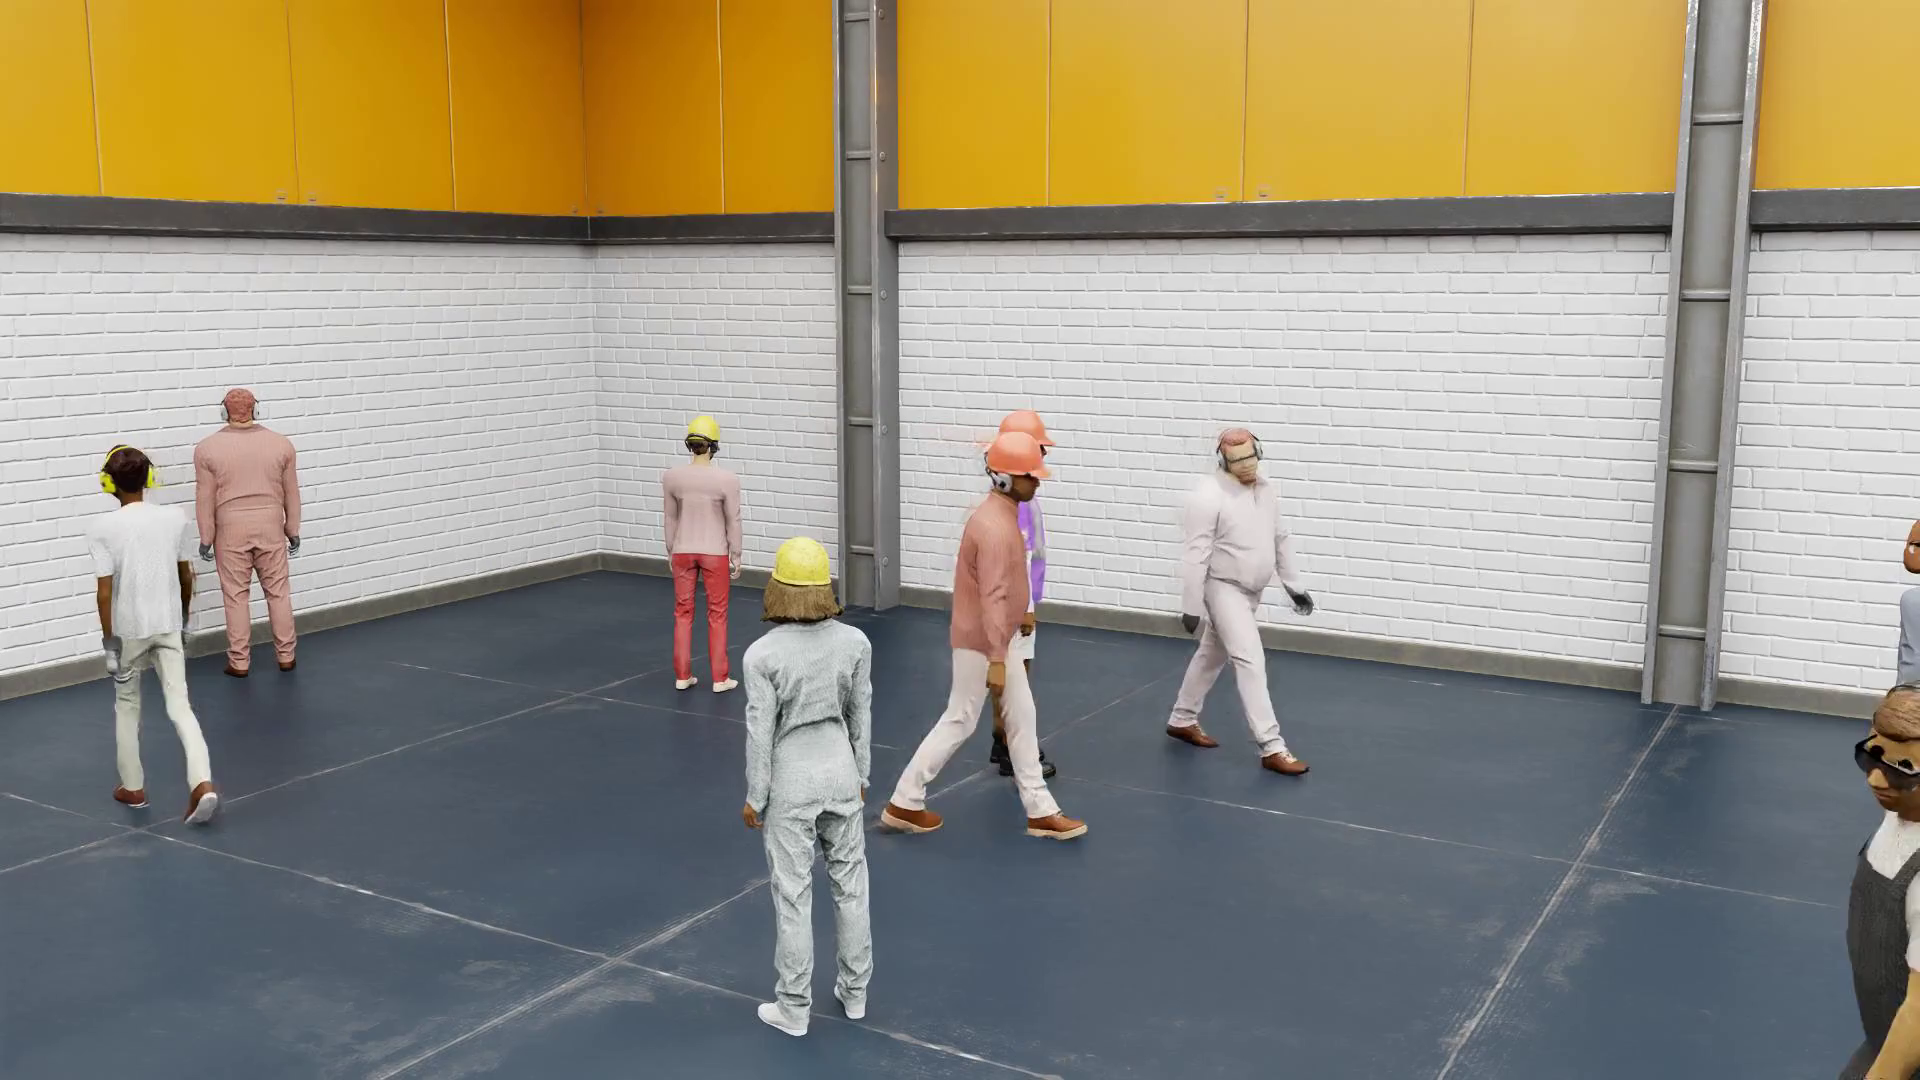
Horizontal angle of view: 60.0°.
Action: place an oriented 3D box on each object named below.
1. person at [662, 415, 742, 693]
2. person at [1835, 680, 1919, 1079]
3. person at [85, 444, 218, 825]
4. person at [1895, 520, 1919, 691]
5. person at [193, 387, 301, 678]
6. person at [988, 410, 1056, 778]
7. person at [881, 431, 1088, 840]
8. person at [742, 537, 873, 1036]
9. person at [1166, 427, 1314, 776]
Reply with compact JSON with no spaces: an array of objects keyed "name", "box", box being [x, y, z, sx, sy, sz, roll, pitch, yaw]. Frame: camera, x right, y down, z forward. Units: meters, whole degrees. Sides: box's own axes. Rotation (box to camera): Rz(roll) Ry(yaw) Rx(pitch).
[{"name":"person","box":[-1.623,0.091,10.539,0.518,1.757,0.341,2,9,10]},{"name":"person","box":[2.005,1.177,3.647,0.893,1.789,0.516,2,9,11]},{"name":"person","box":[-3.912,0.453,8.057,0.506,1.839,0.886,-9,13,-43]},{"name":"person","box":[4.121,0.707,7.077,0.506,1.631,0.277,-5,10,-28]},{"name":"person","box":[-4.690,-0.052,10.971,0.652,1.904,0.403,-6,11,-34]},{"name":"person","box":[0.319,0.280,8.794,0.355,1.939,0.544,-1,9,-7]},{"name":"person","box":[0.089,0.454,7.735,0.962,1.945,0.626,2,9,9]},{"name":"person","box":[-0.536,0.853,5.822,0.483,1.745,0.301,-5,11,-30]},{"name":"person","box":[1.481,0.299,8.981,0.972,1.847,0.655,7,12,38]}]
